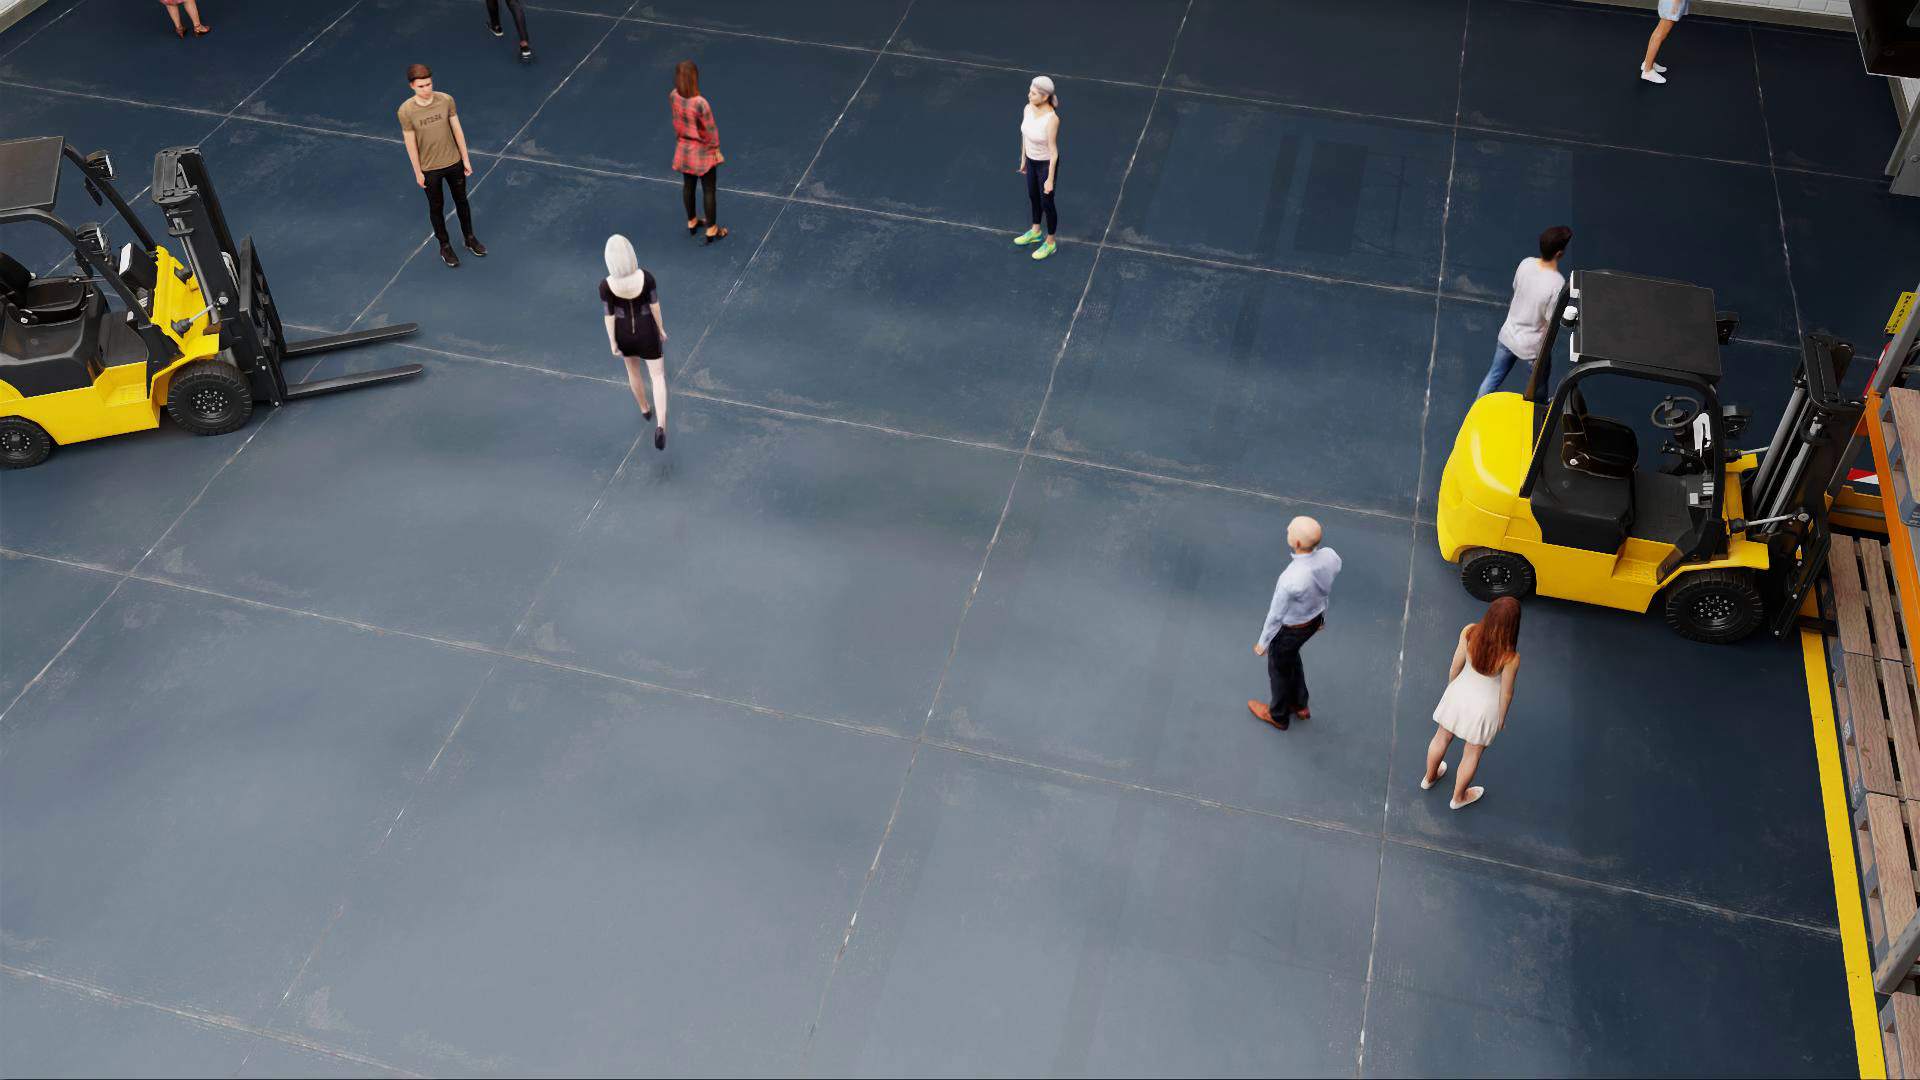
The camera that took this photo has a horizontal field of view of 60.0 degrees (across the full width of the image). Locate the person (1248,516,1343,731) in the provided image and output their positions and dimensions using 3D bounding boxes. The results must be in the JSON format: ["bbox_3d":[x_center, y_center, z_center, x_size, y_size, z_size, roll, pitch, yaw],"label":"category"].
[{"bbox_3d":[2.155,0.599,10.372,0.780,1.776,0.855,-30,51,-28],"label":"person"}]

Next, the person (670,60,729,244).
[{"bbox_3d":[-2.329,-3.423,14.648,0.694,1.700,0.668,27,50,25],"label":"person"}]

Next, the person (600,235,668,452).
[{"bbox_3d":[-2.407,-1.475,12.525,0.915,1.809,1.125,-11,45,-11],"label":"person"}]

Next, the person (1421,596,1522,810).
[{"bbox_3d":[3.103,0.966,10.034,0.673,1.711,0.646,-32,52,-29],"label":"person"}]

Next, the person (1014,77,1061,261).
[{"bbox_3d":[0.714,-3.253,14.470,0.740,1.700,0.685,-23,48,-22],"label":"person"}]

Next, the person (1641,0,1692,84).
[{"bbox_3d":[7.234,-5.512,16.820,0.679,1.729,0.512,17,46,17],"label":"person"}]

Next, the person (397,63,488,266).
[{"bbox_3d":[-4.499,-3.268,14.376,0.725,1.851,0.798,-24,49,-23],"label":"person"}]

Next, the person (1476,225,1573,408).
[{"bbox_3d":[4.194,-1.507,12.530,1.200,1.847,1.143,-22,48,-21],"label":"person"}]

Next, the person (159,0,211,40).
[{"bbox_3d":[-8.340,-6.095,17.460,0.649,1.692,0.652,-1,44,-2],"label":"person"}]

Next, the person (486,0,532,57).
[{"bbox_3d":[-4.748,-5.869,17.134,1.257,1.813,1.267,-24,49,-23],"label":"person"}]
